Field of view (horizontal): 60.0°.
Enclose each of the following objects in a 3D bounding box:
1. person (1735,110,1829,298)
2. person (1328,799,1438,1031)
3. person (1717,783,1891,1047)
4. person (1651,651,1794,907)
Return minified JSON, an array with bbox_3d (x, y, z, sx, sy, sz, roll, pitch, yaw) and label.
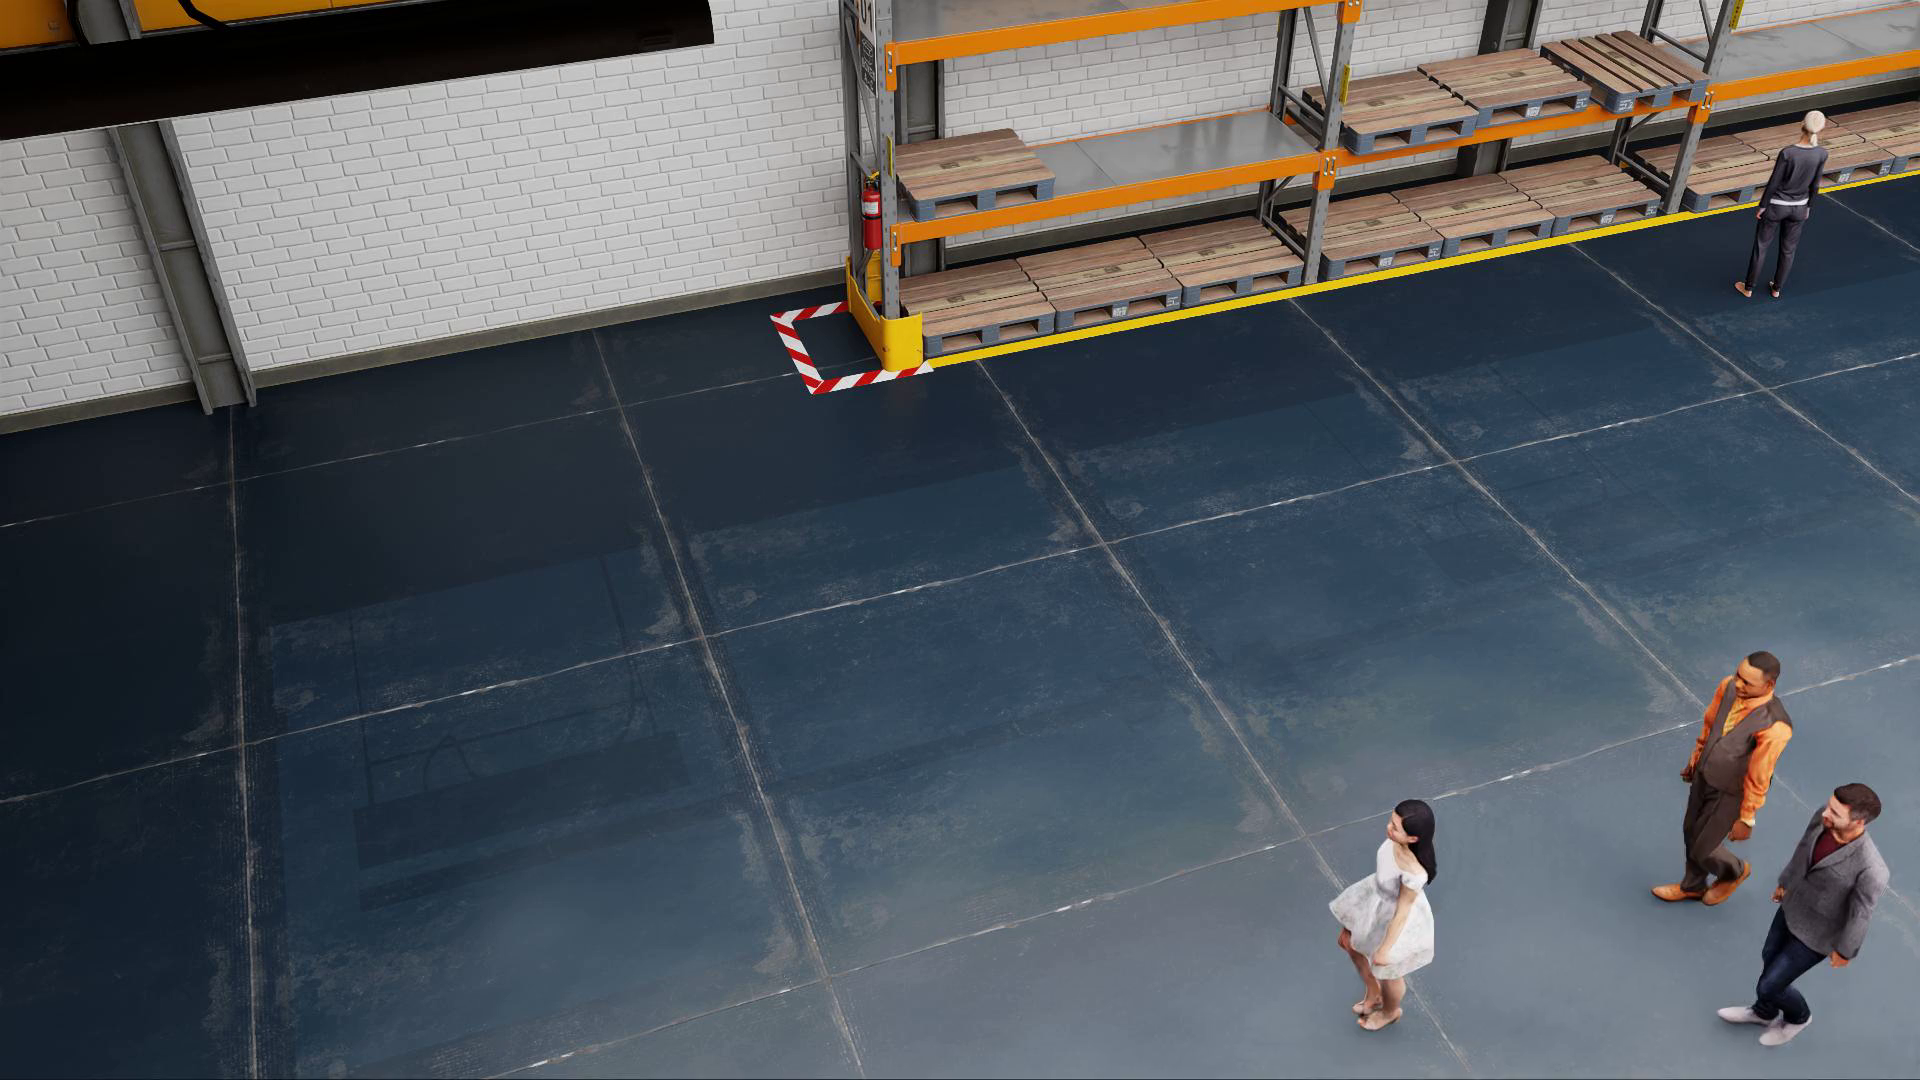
[{"bbox_3d":[7.217,-2.930,14.529,0.598,1.726,0.746,2,39,3],"label":"person"},{"bbox_3d":[2.266,1.935,8.408,0.874,1.762,0.794,3,39,4],"label":"person"},{"bbox_3d":[4.358,1.908,8.367,0.793,1.856,0.805,-2,39,-2],"label":"person"},{"bbox_3d":[4.265,1.327,9.067,0.838,1.889,0.805,-5,39,-6],"label":"person"}]
